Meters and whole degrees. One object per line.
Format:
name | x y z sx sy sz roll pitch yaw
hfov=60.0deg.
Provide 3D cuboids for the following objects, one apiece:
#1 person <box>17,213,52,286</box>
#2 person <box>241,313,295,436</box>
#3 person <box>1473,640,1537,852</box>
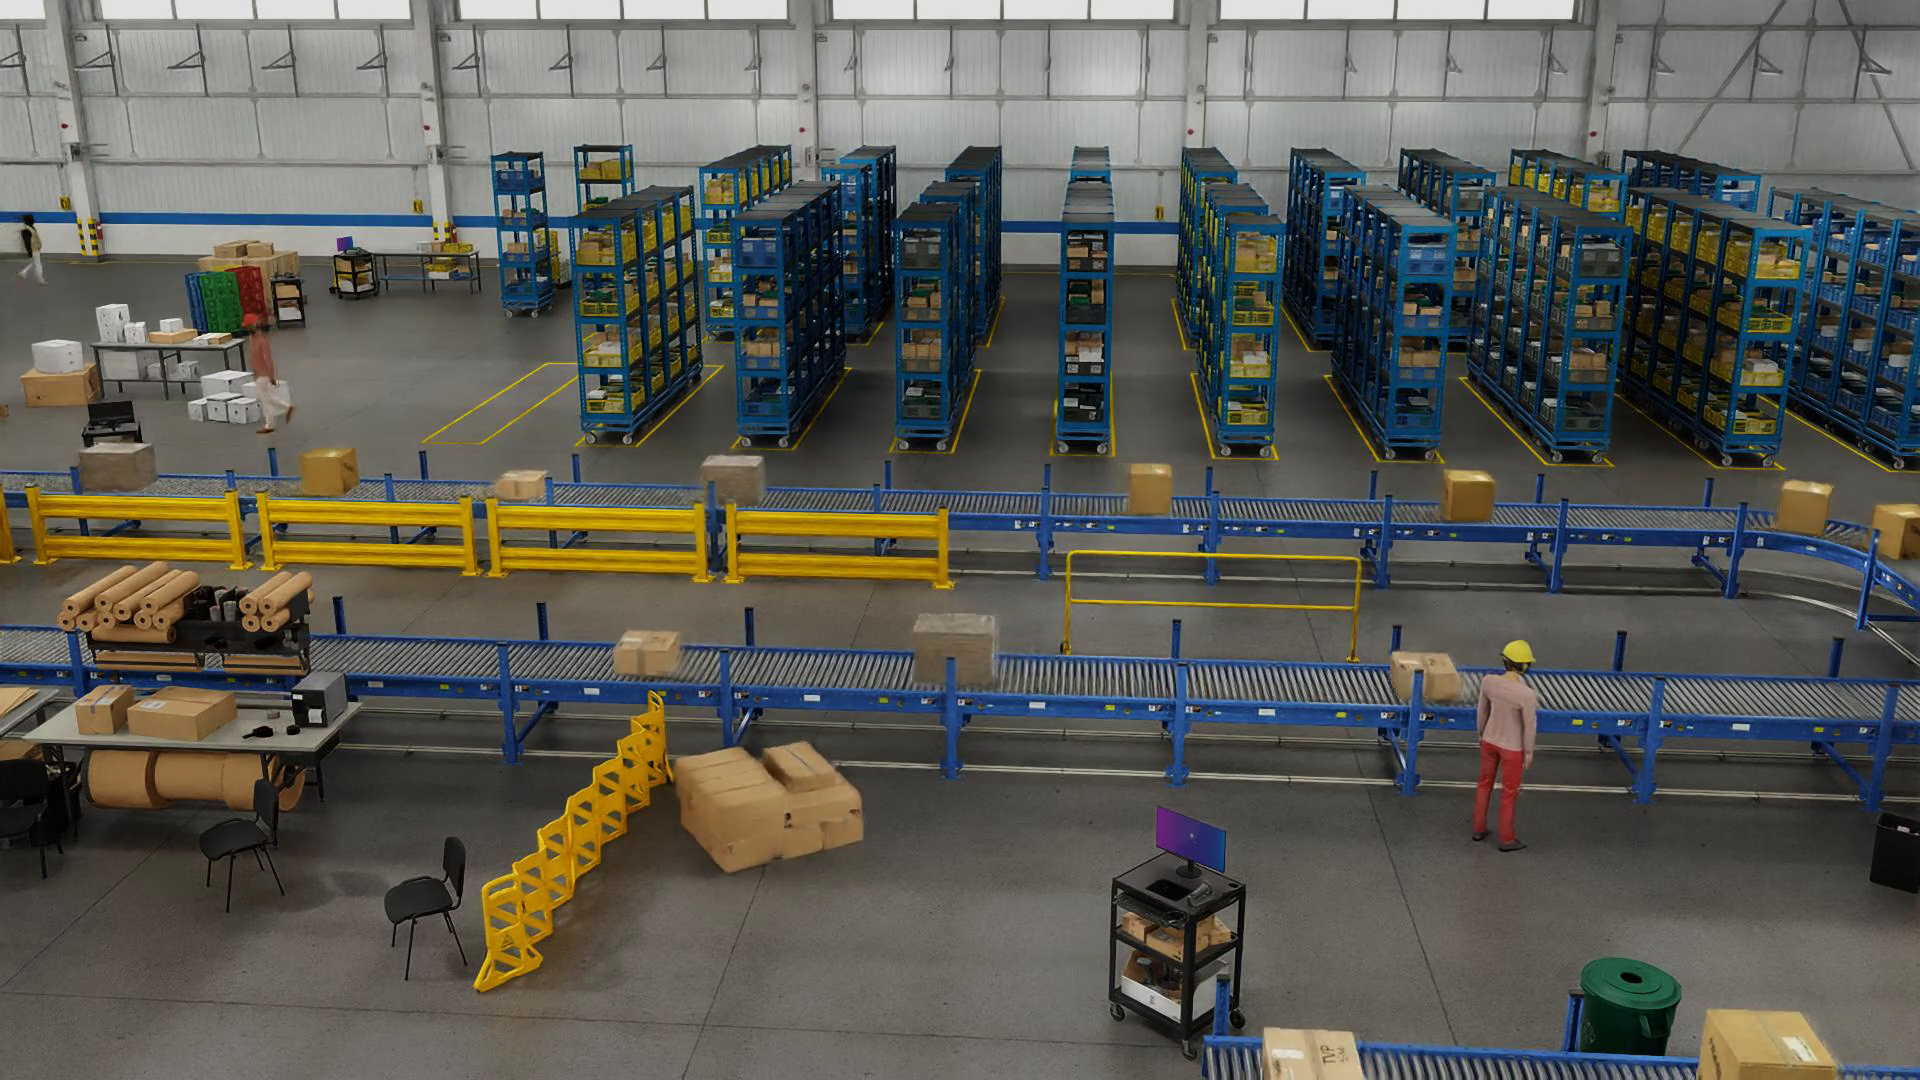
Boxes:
person | -23.266 -7.252 41.582 0.664 1.830 0.631 -7 19 -21
person | -11.198 -2.709 26.923 0.660 1.968 0.666 -14 22 -38
person | 4.411 1.648 13.445 0.330 1.765 0.526 -13 21 -35
